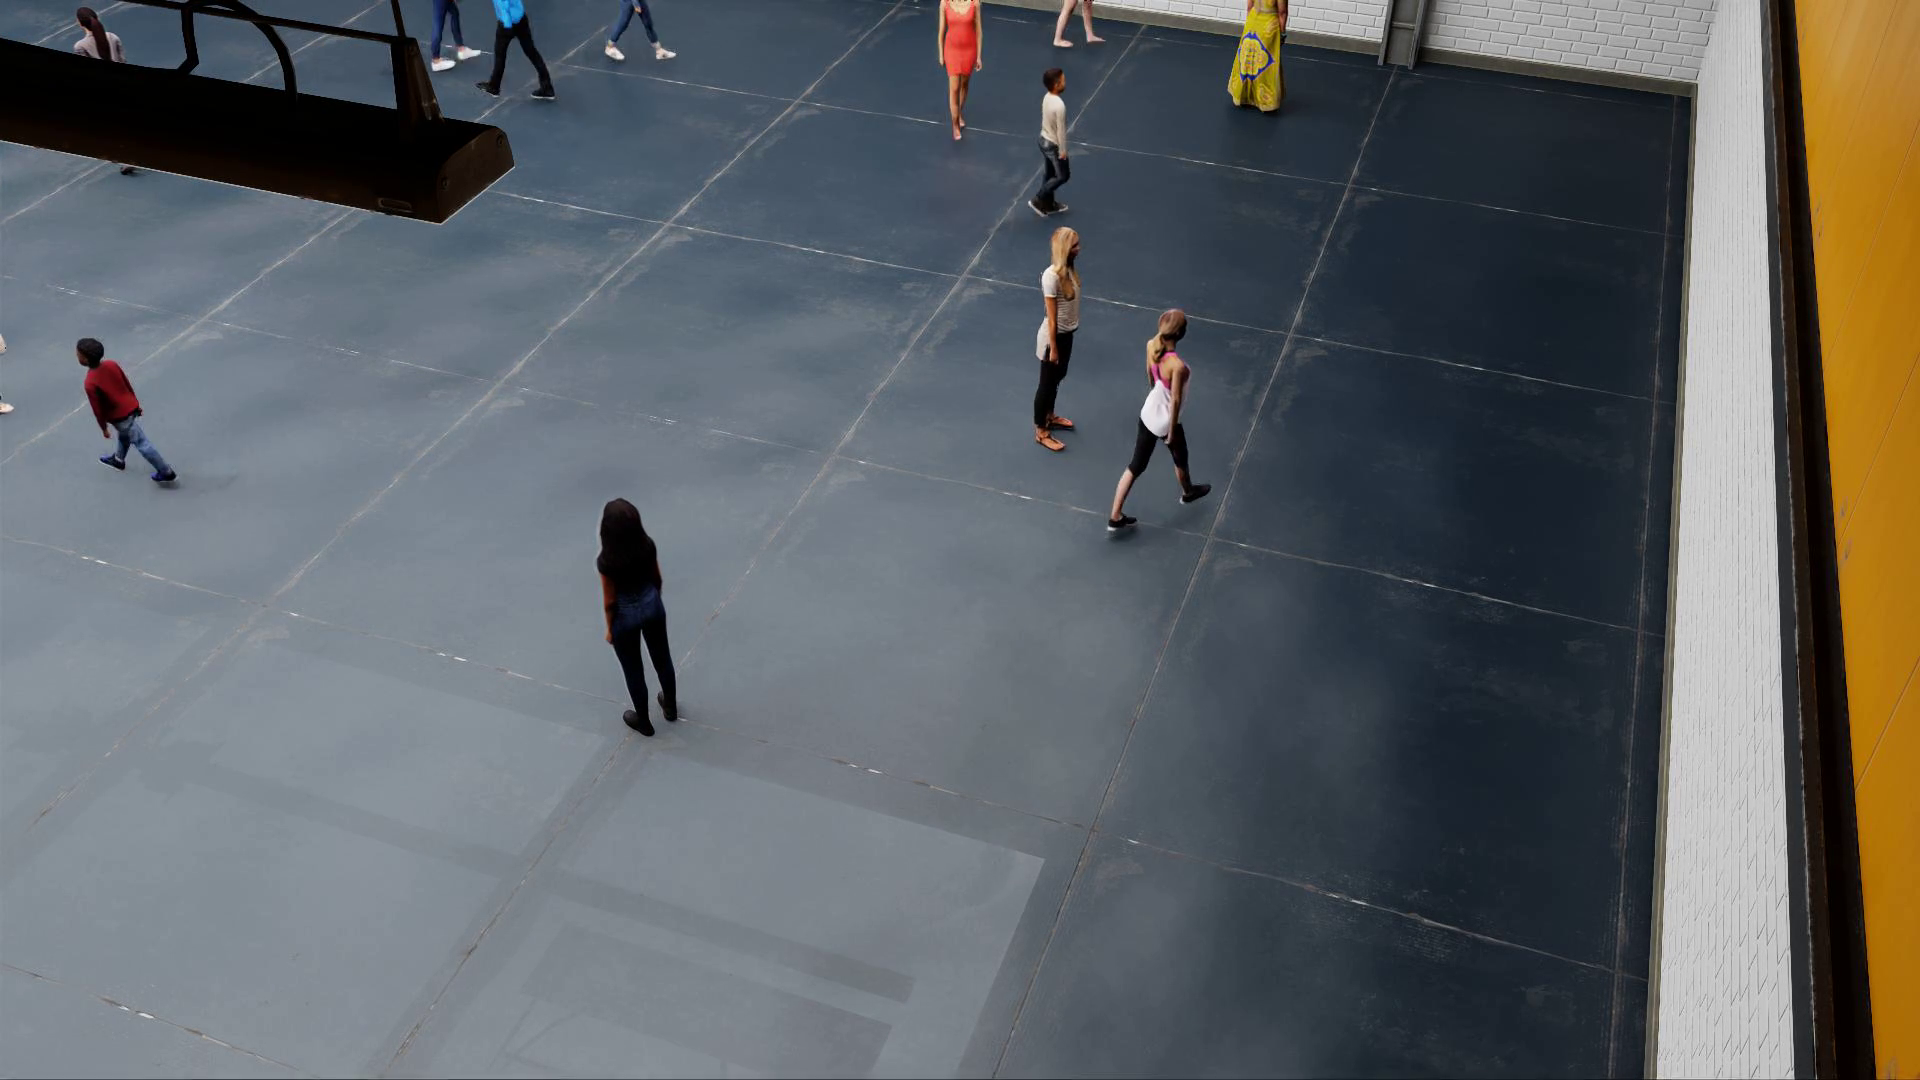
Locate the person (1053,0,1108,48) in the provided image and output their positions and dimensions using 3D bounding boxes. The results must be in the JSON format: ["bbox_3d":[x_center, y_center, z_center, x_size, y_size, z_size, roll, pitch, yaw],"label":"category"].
[{"bbox_3d":[1.220,-6.345,18.776,0.899,1.626,0.719,4,39,5],"label":"person"}]

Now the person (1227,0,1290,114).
[{"bbox_3d":[3.196,-5.330,17.478,0.843,1.661,1.006,25,45,28],"label":"person"}]

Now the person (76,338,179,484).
[{"bbox_3d":[-6.160,-0.930,12.331,0.932,1.208,0.619,7,39,9],"label":"person"}]

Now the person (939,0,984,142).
[{"bbox_3d":[0.001,-5.038,17.084,0.931,1.694,0.896,-6,39,-7],"label":"person"}]

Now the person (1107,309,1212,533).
[{"bbox_3d":[1.341,-0.795,11.741,1.157,1.734,1.173,-21,43,-24],"label":"person"}]

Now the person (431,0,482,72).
[{"bbox_3d":[-5.829,-6.015,18.263,0.968,1.751,0.920,-20,43,-23],"label":"person"}]

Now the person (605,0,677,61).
[{"bbox_3d":[-3.728,-6.015,18.516,1.087,1.435,0.691,7,39,9],"label":"person"}]

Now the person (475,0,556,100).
[{"bbox_3d":[-4.646,-5.463,17.568,1.118,1.756,0.741,8,39,10],"label":"person"}]

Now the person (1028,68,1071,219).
[{"bbox_3d":[0.815,-3.693,15.590,0.812,1.458,0.748,-13,41,-16],"label":"person"}]

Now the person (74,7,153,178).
[{"bbox_3d":[-8.302,-4.380,16.276,0.686,1.675,0.684,28,46,30],"label":"person"}]

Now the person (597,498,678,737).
[{"bbox_3d":[-1.968,0.474,10.147,0.654,1.739,0.673,-28,46,-30],"label":"person"}]

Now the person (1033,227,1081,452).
[{"bbox_3d":[0.719,-1.541,12.601,0.527,1.826,0.620,12,40,15],"label":"person"}]
